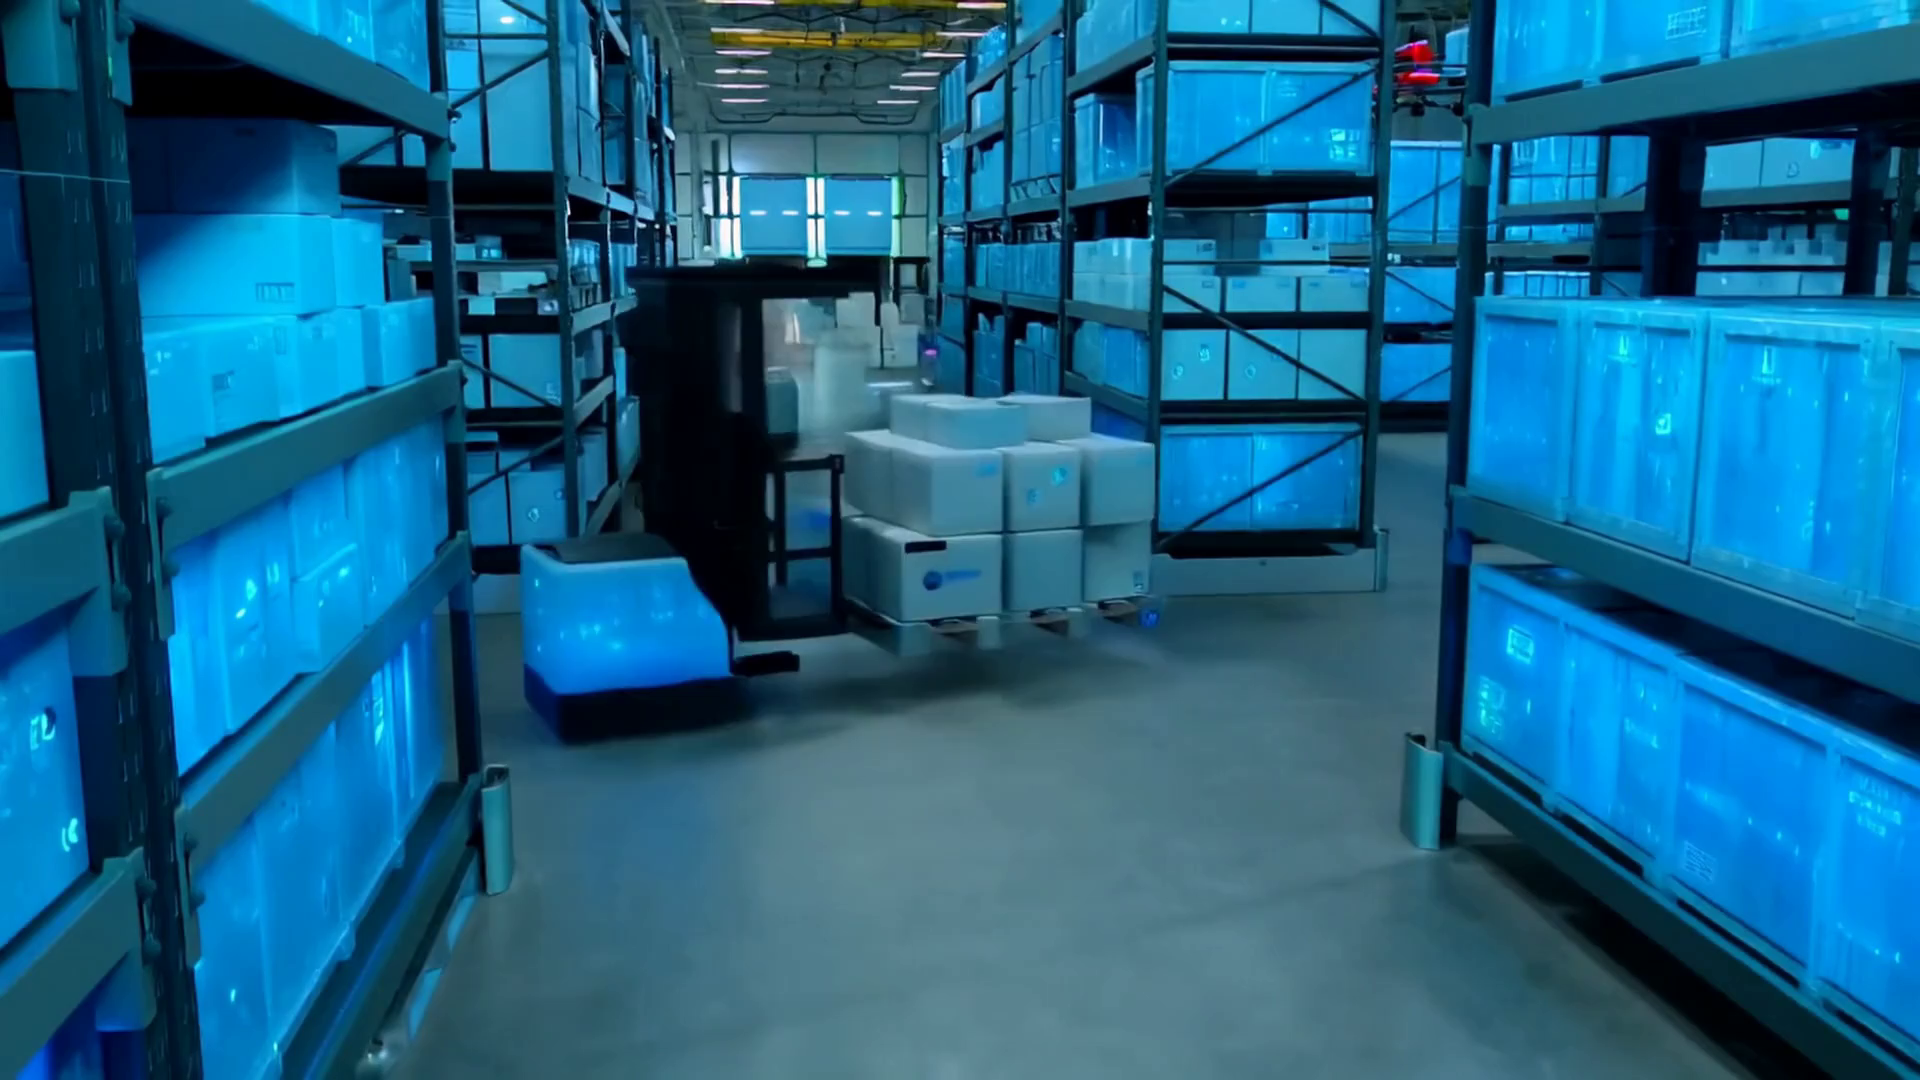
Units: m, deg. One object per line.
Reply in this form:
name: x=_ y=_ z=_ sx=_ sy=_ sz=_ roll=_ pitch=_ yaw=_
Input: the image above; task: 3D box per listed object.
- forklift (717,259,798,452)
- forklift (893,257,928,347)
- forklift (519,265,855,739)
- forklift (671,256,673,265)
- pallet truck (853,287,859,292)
forklift: x=-3.347 y=-2.720 z=24.402 sx=1.873 sy=2.768 sz=1.129 roll=-1 pitch=10 yaw=-7
forklift: x=-1.587 y=-7.450 z=51.935 sx=1.129 sy=2.768 sz=1.873 roll=-2 pitch=10 yaw=-14
forklift: x=-1.752 y=-0.316 z=10.407 sx=1.873 sy=2.768 sz=1.129 roll=-5 pitch=11 yaw=-26
forklift: x=-10.987 y=-9.066 z=61.344 sx=1.129 sy=2.768 sz=1.873 roll=-1 pitch=10 yaw=-7
pallet truck: x=-3.782 y=-9.391 z=65.808 sx=1.885 sy=1.965 sz=0.823 roll=2 pitch=10 yaw=10
